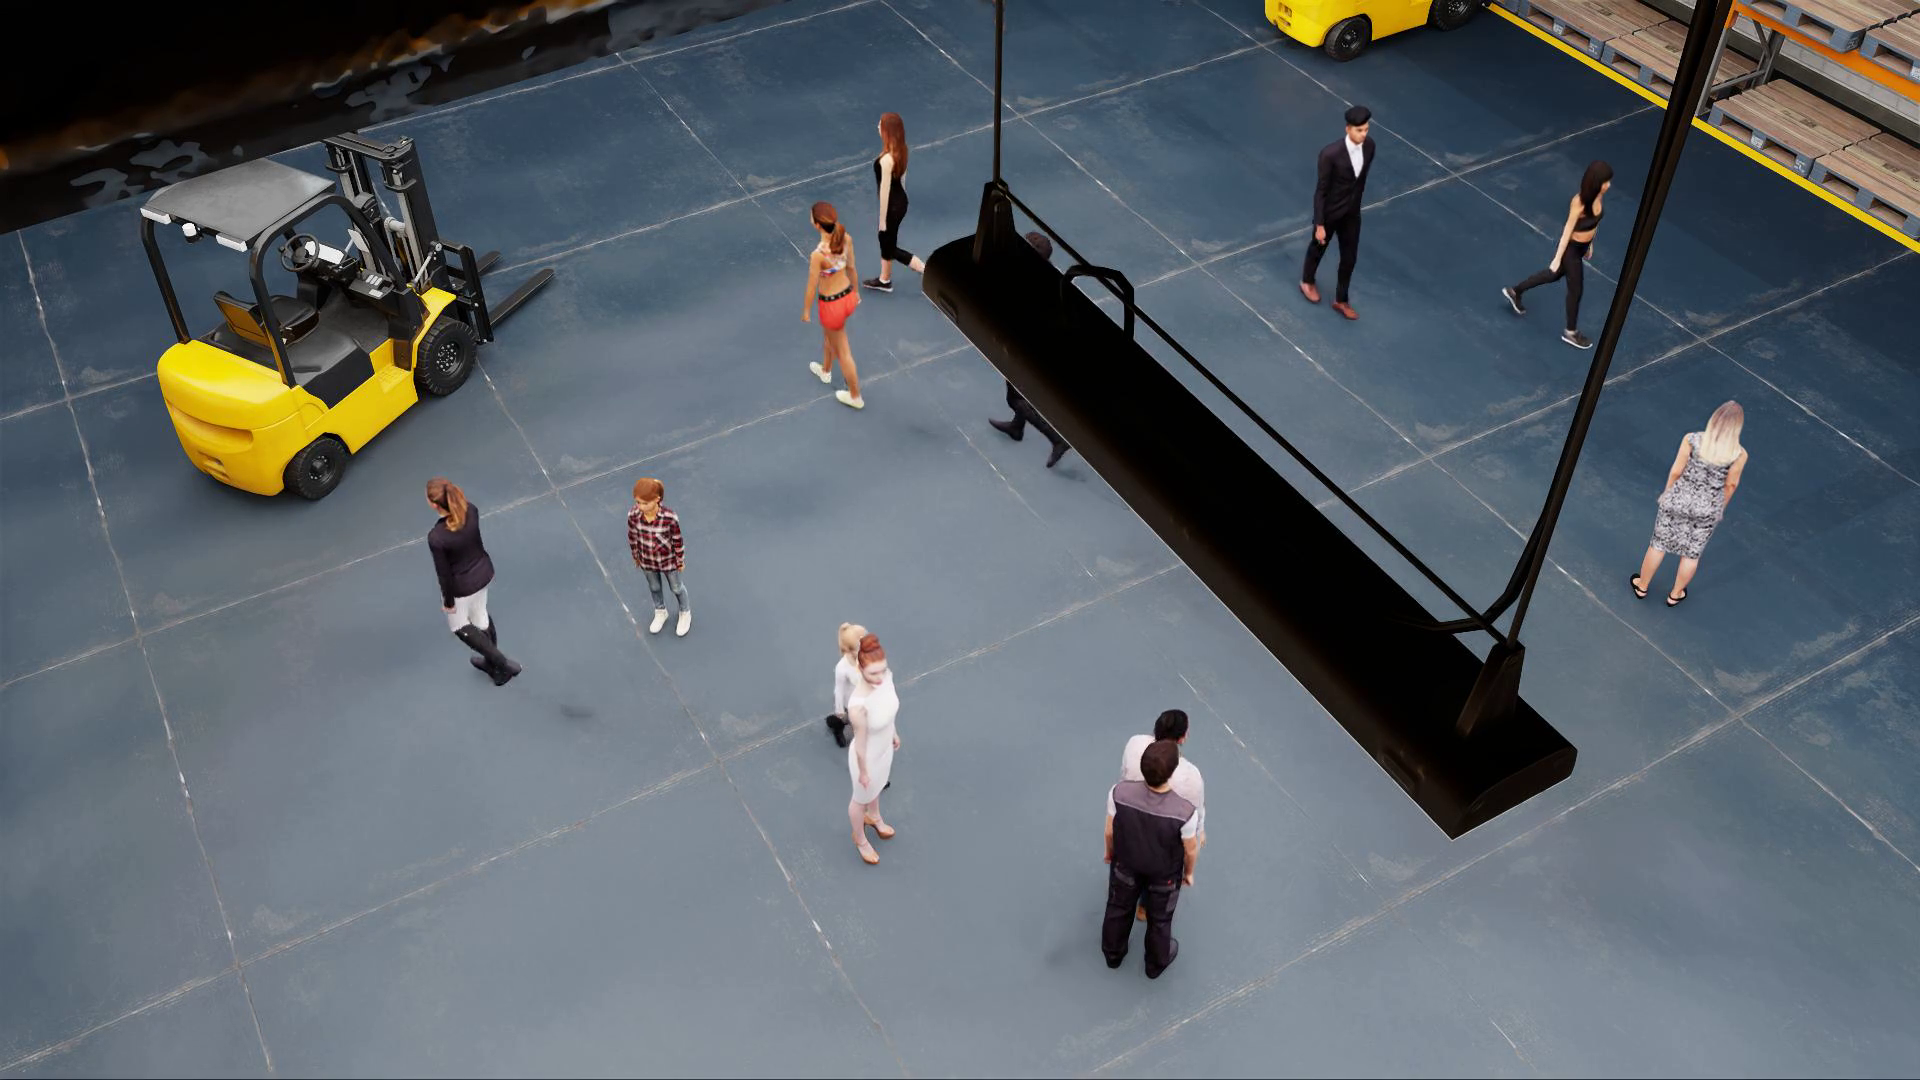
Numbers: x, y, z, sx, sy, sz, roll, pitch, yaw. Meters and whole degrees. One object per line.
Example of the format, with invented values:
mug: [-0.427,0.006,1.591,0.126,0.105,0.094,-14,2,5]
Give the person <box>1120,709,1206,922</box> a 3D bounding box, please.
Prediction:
person: [1.044,1.577,9.221,0.758,1.735,0.590,-26,50,-25]

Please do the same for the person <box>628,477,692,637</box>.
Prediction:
person: [-1.999,0.093,11.091,0.617,1.306,0.668,7,44,8]

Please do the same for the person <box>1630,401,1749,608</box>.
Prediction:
person: [4.901,-0.229,11.140,0.598,1.705,0.701,19,47,19]

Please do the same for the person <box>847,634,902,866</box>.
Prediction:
person: [-0.510,1.211,9.565,0.652,1.792,0.635,20,47,20]

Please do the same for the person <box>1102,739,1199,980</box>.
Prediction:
person: [1.010,1.734,8.975,0.733,1.848,0.816,15,46,15]

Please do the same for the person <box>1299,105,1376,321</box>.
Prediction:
person: [3.051,-2.768,13.697,0.803,1.854,0.961,-13,45,-14]

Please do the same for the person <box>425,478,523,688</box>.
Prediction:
person: [-3.046,0.310,10.564,0.874,1.717,0.790,20,47,19]

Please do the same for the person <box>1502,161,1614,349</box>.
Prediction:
person: [4.878,-2.374,13.460,1.163,1.609,0.810,31,51,28]

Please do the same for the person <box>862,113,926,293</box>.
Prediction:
person: [-0.483,-2.715,13.748,1.049,1.706,0.994,11,45,11]

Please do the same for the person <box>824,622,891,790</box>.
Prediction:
person: [-0.657,0.947,10.230,0.632,1.257,0.894,-32,52,-29]

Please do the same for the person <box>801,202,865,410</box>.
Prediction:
person: [-0.881,-1.744,12.684,0.974,1.769,0.801,30,51,28]

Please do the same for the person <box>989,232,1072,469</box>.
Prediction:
person: [0.570,-1.369,12.193,1.200,1.902,1.022,27,50,25]
